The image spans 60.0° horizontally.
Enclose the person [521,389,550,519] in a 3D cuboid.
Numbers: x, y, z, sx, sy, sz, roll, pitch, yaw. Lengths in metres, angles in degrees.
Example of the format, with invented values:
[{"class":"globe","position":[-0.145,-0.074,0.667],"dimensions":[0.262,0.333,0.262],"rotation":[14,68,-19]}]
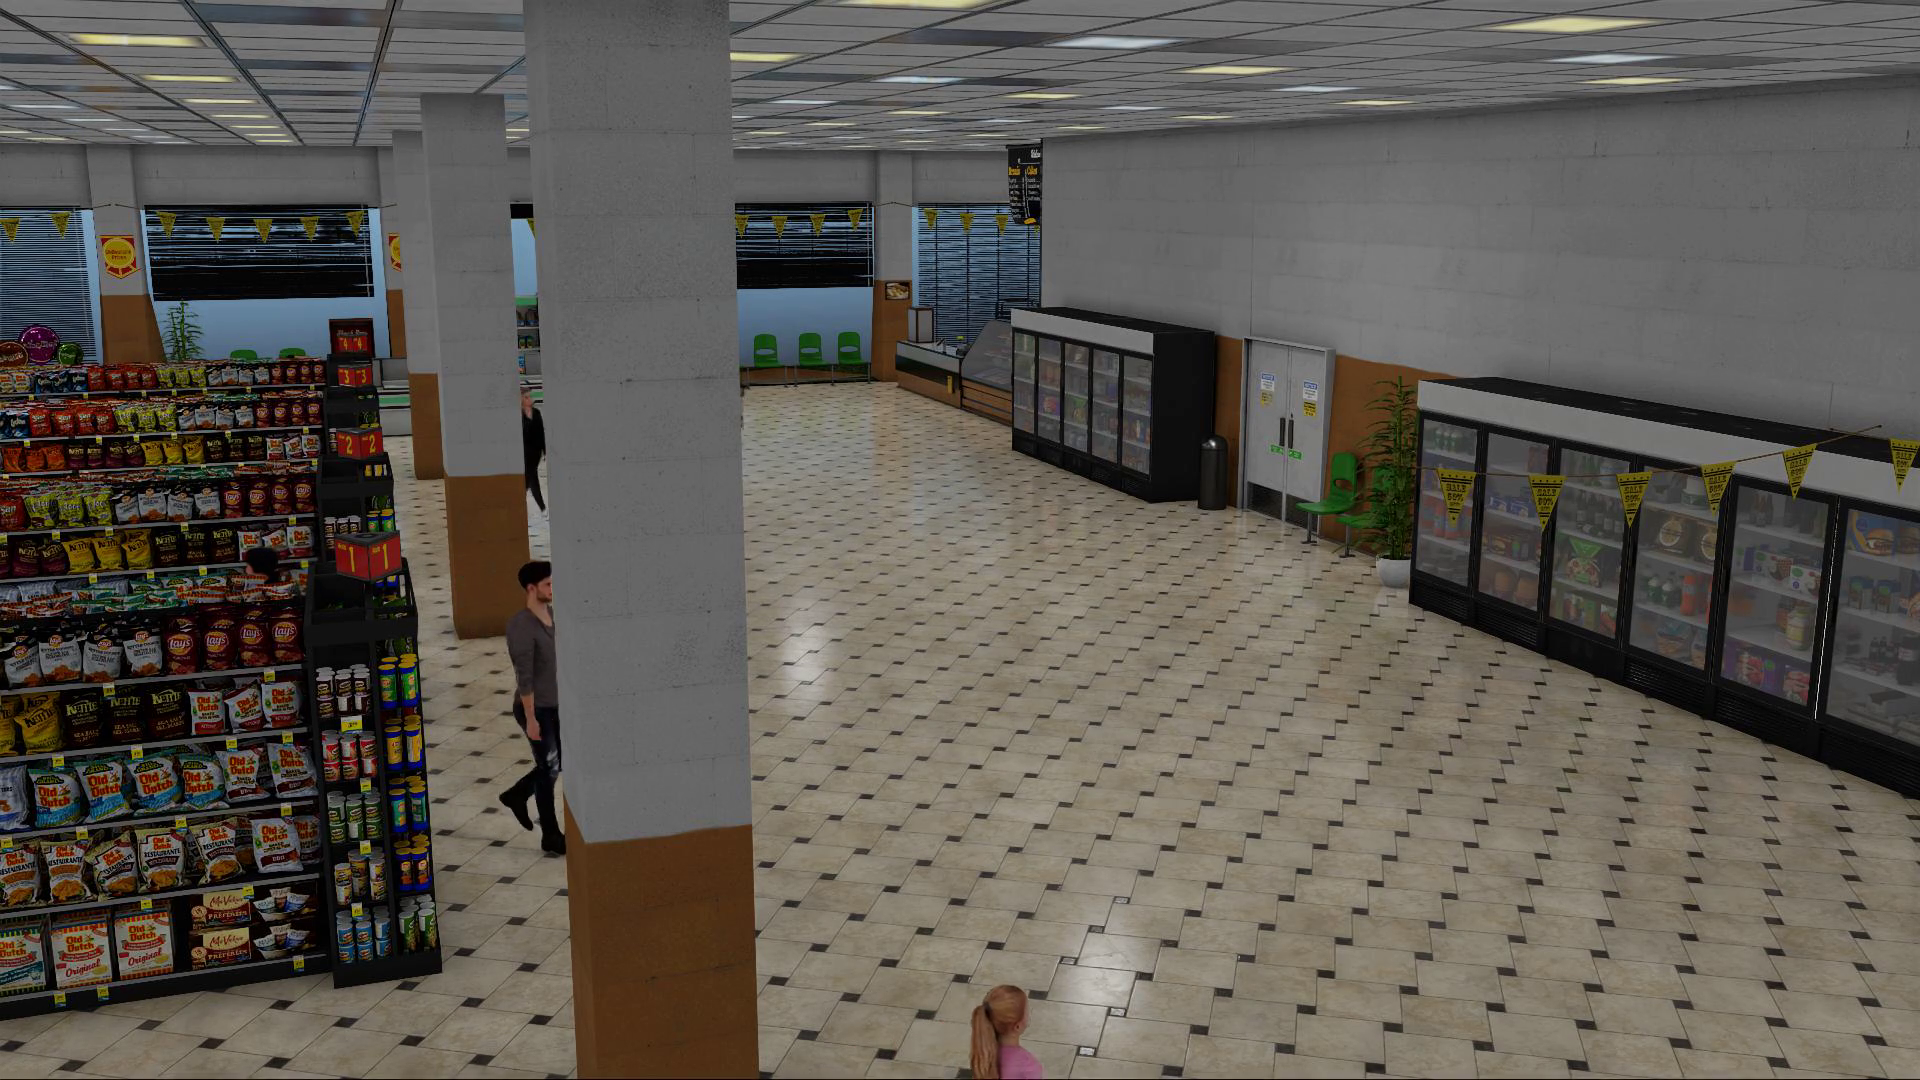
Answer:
[{"class":"person","position":[-5.595,-1.091,21.421],"dimensions":[1.038,1.633,1.162],"rotation":[11,16,41]}]

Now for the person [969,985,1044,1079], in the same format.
[{"class":"person","position":[0.144,2.289,6.268],"dimensions":[0.597,1.264,0.561],"rotation":[-10,15,-39]}]

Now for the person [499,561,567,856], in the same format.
[{"class":"person","position":[-2.724,1.065,10.565],"dimensions":[1.046,1.888,0.957],"rotation":[3,12,15]}]
